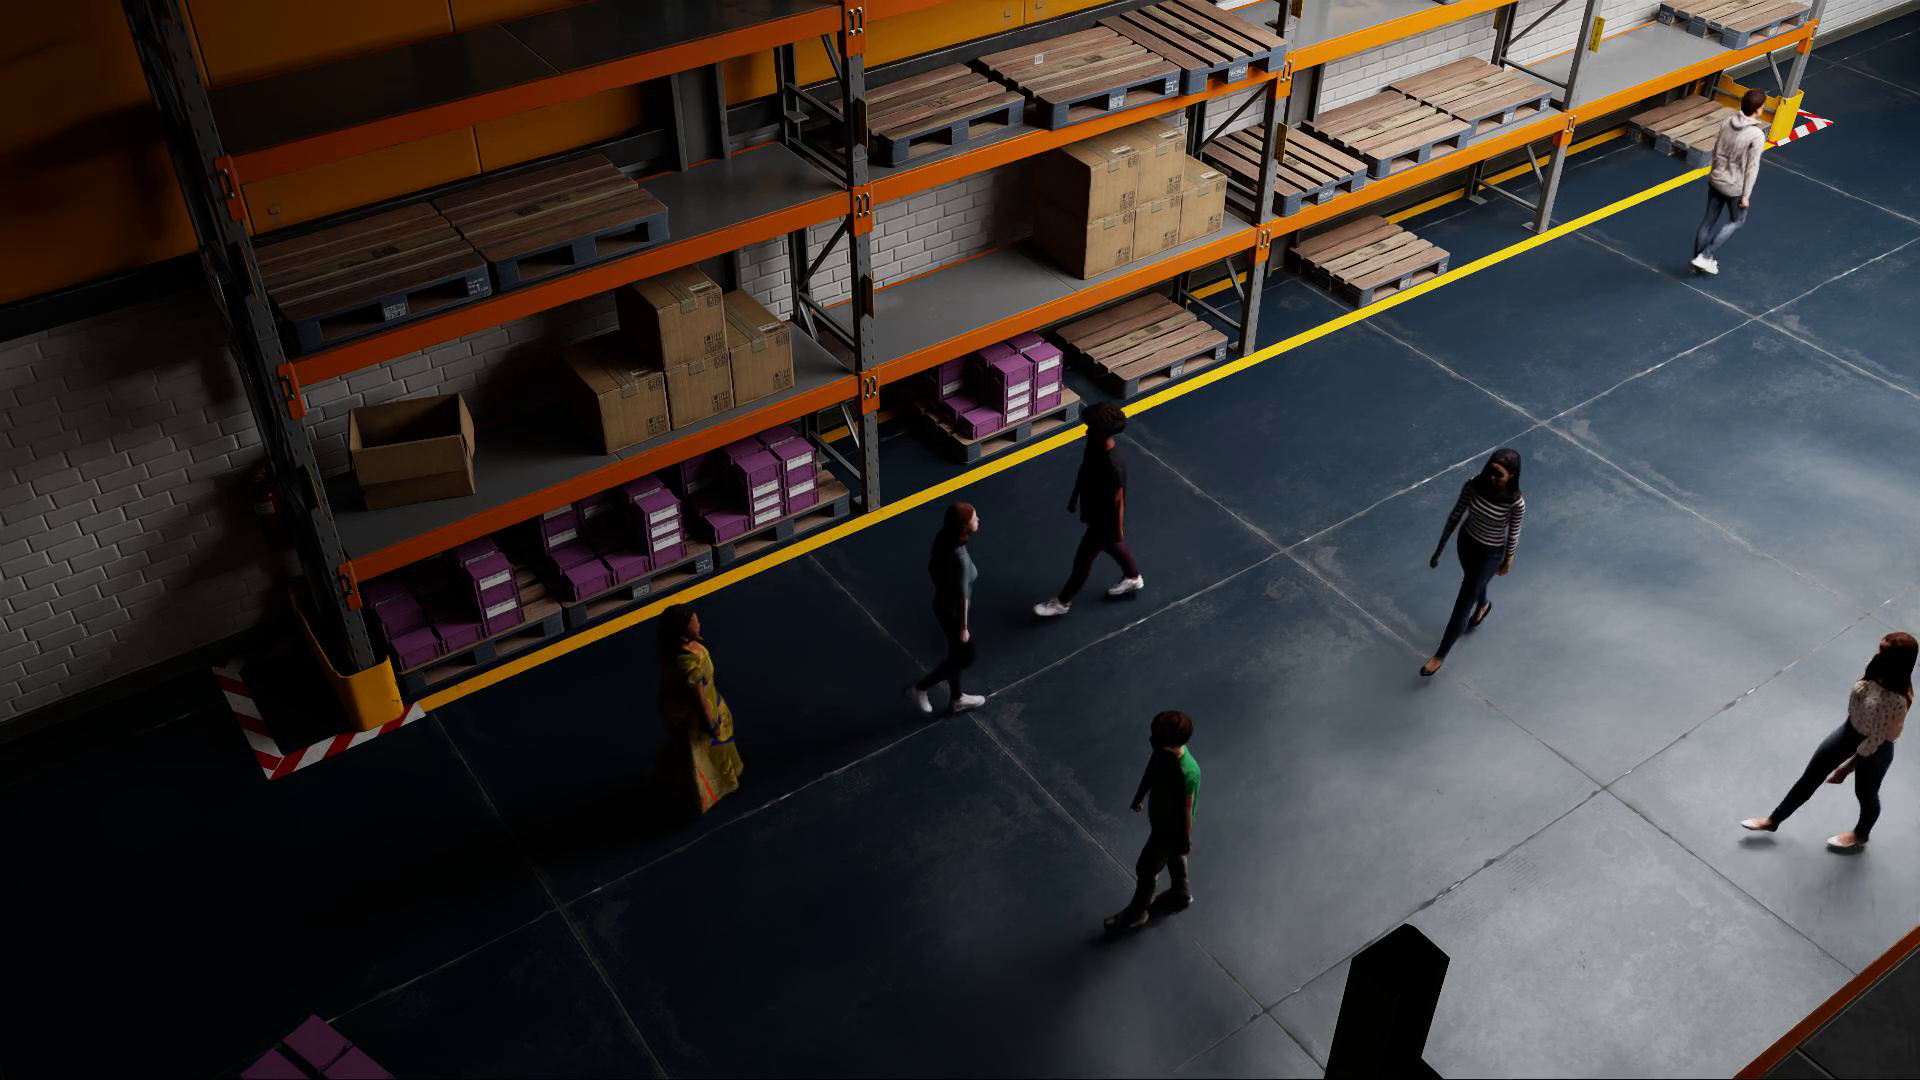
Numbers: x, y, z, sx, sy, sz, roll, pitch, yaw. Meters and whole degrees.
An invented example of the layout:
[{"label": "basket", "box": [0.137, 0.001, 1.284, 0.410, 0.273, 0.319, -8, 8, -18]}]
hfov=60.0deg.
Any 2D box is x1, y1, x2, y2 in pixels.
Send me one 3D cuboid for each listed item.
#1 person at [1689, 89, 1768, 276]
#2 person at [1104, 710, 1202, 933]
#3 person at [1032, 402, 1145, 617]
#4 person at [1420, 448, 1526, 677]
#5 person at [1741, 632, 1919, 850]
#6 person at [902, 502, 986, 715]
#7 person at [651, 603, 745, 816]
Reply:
[{"label": "person", "box": [7.099, -3.298, 15.523, 0.706, 1.847, 0.730, -17, 42, -20]}, {"label": "person", "box": [1.284, 1.590, 9.575, 0.920, 1.632, 0.778, -8, 39, -10]}, {"label": "person", "box": [1.070, -0.217, 11.753, 1.204, 1.738, 0.898, -10, 40, -12]}, {"label": "person", "box": [3.589, 0.076, 11.389, 0.754, 1.734, 1.205, 32, 48, 33]}, {"label": "person", "box": [5.503, 1.241, 9.962, 1.116, 1.695, 0.911, -5, 39, -6]}, {"label": "person", "box": [-0.111, 0.506, 10.854, 0.906, 1.730, 0.770, -9, 39, -11]}, {"label": "person", "box": [-1.743, 1.064, 10.221, 0.908, 1.647, 0.871, -15, 41, -18]}]
